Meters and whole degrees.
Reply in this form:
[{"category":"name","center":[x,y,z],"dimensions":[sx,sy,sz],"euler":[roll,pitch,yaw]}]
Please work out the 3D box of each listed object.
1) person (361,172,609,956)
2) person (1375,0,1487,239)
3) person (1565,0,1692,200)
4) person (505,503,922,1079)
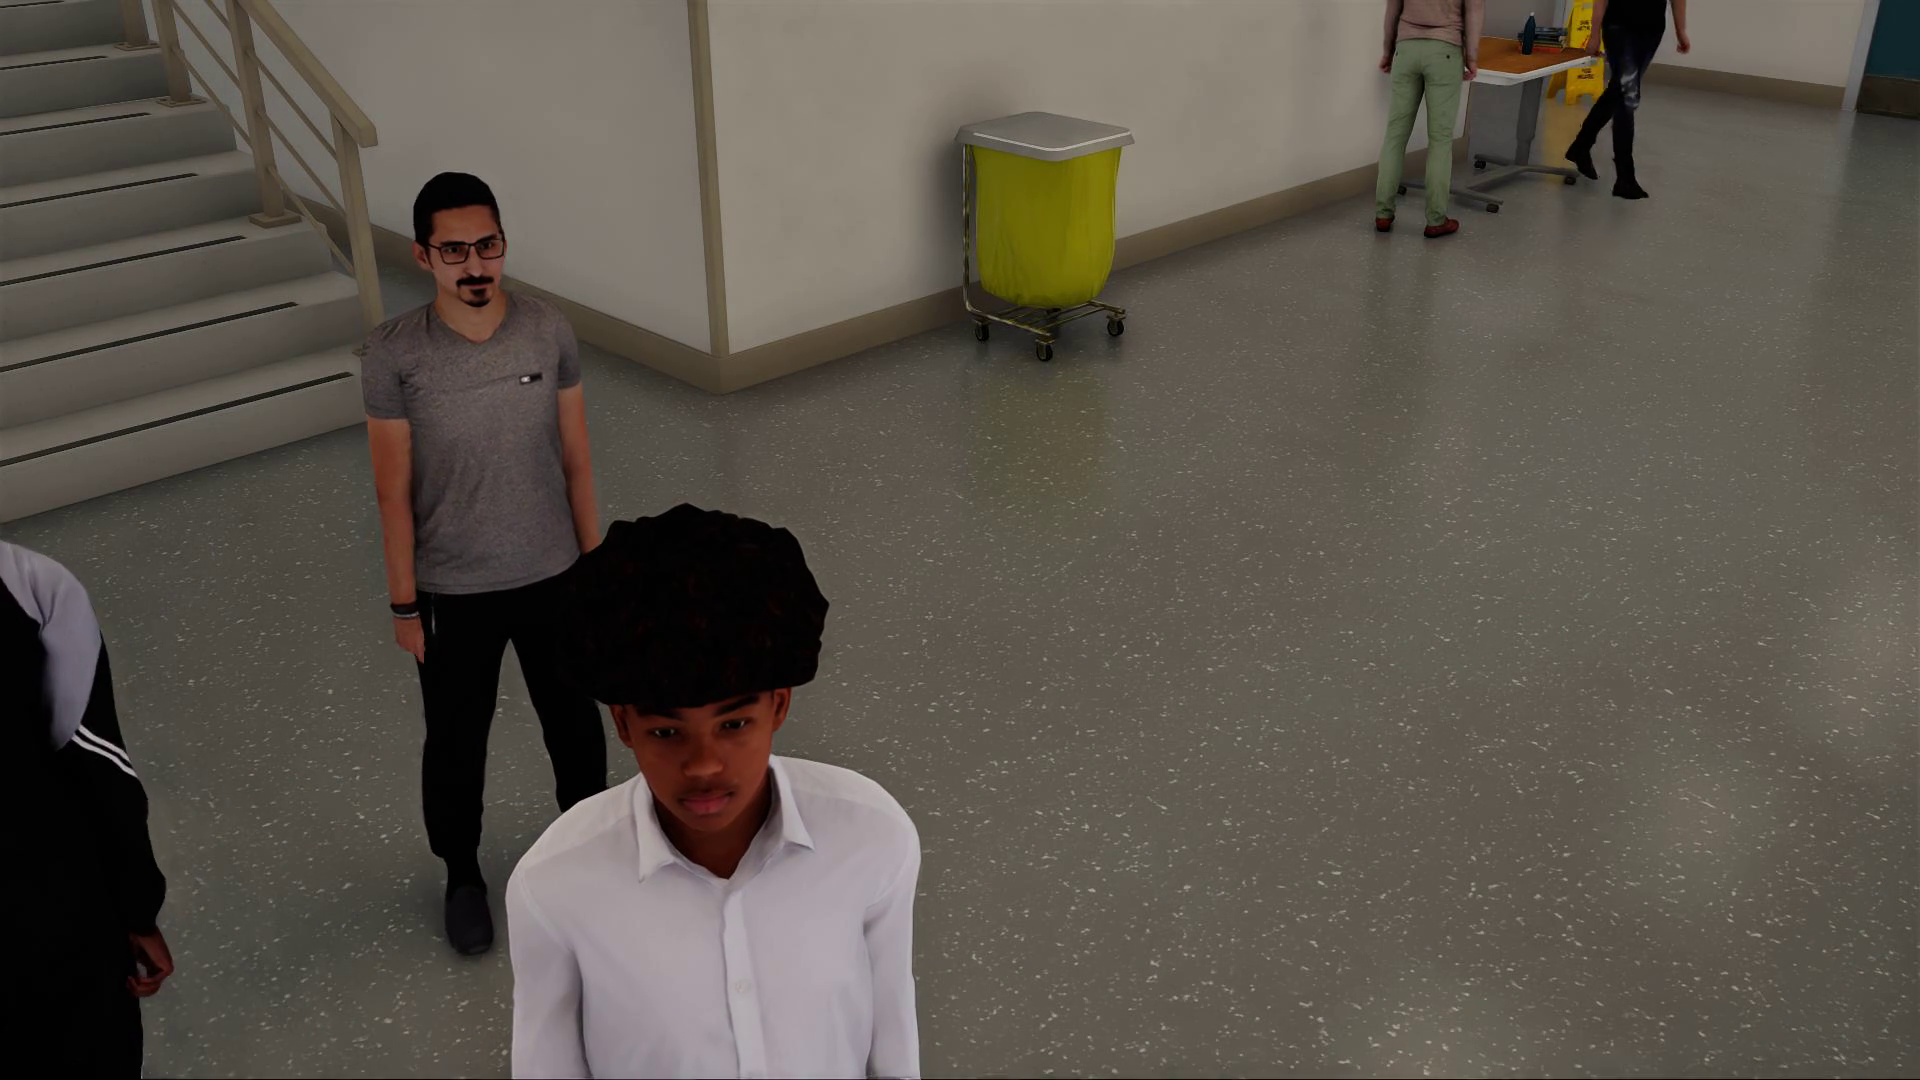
[{"category":"person","center":[-0.999,0.070,3.582],"dimensions":[0.656,1.747,0.606],"euler":[-17,31,-31]},{"category":"person","center":[2.517,-2.588,8.949],"dimensions":[0.622,1.872,0.806],"euler":[14,29,27]},{"category":"person","center":[3.921,-3.001,9.821],"dimensions":[1.084,1.860,1.307],"euler":[-6,26,-13]},{"category":"person","center":[-0.267,0.795,2.005],"dimensions":[0.723,1.810,0.729],"euler":[-8,27,-16]}]
